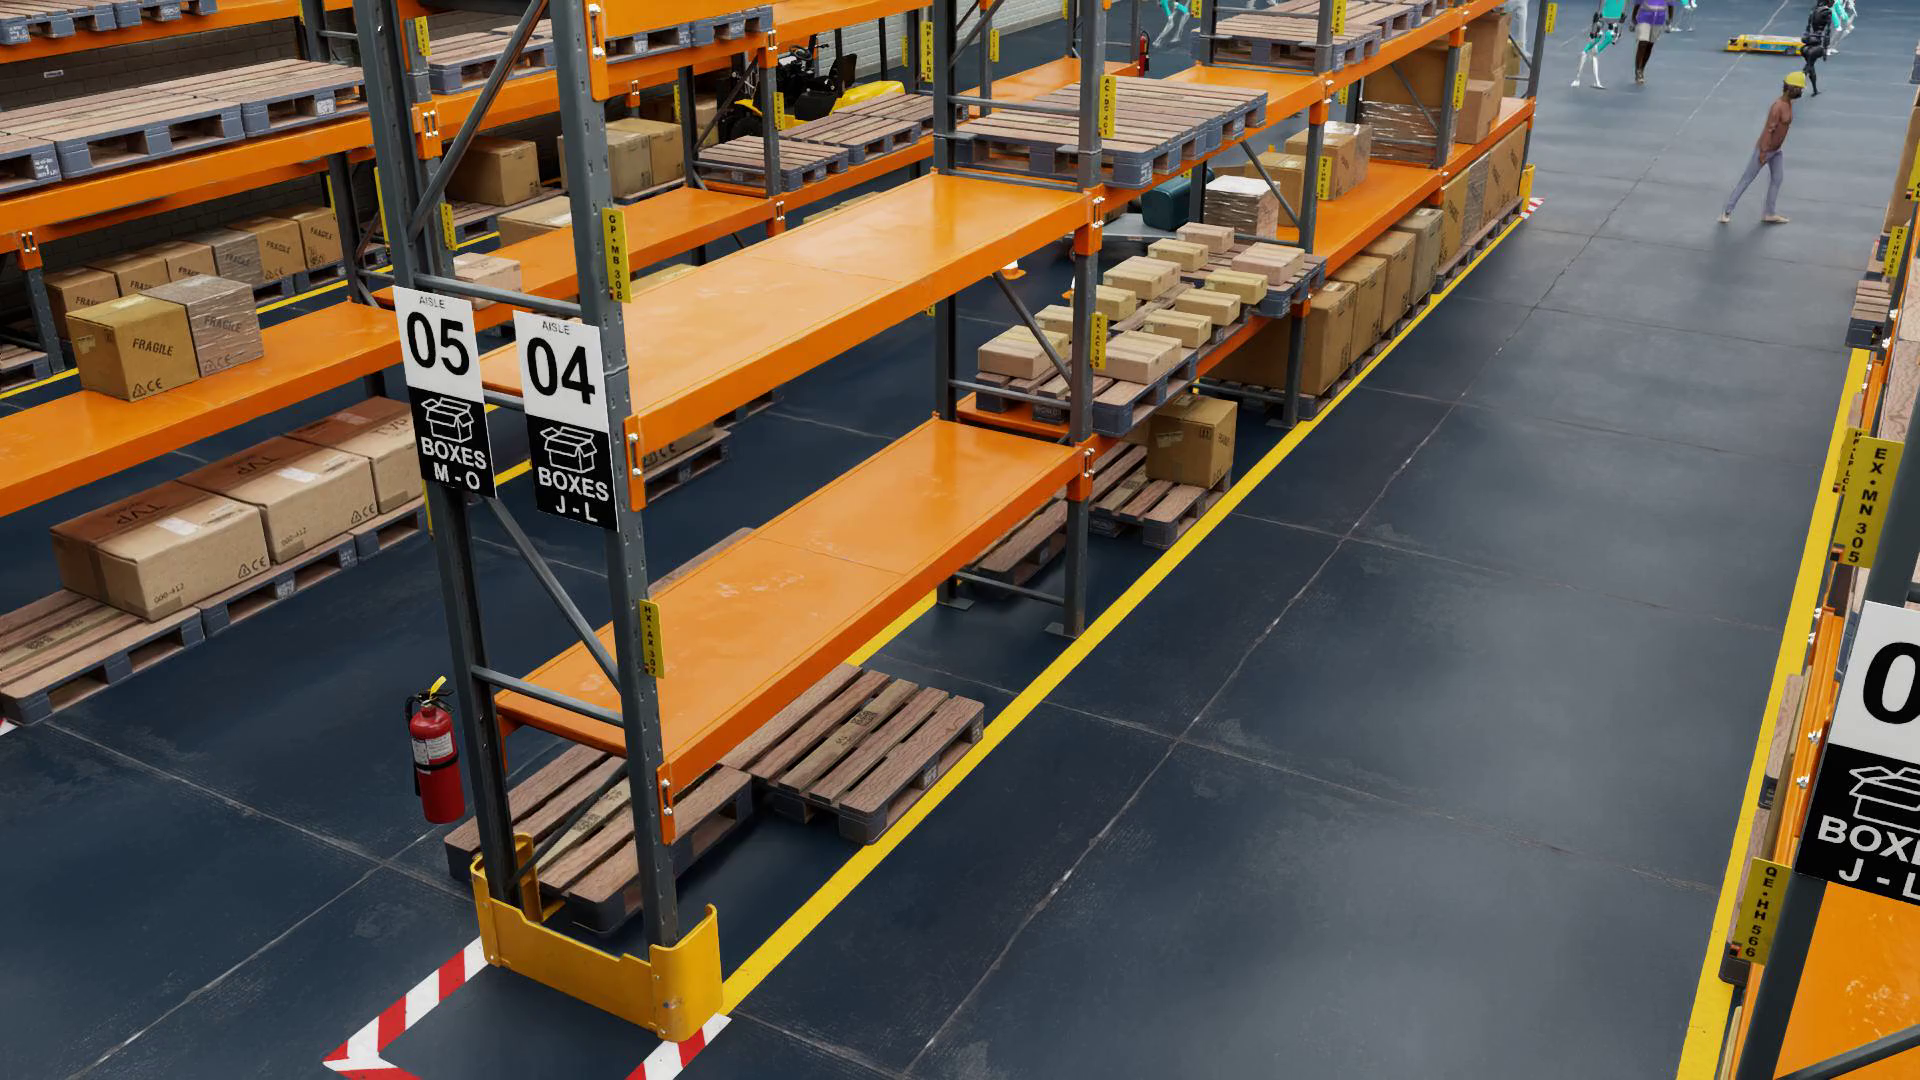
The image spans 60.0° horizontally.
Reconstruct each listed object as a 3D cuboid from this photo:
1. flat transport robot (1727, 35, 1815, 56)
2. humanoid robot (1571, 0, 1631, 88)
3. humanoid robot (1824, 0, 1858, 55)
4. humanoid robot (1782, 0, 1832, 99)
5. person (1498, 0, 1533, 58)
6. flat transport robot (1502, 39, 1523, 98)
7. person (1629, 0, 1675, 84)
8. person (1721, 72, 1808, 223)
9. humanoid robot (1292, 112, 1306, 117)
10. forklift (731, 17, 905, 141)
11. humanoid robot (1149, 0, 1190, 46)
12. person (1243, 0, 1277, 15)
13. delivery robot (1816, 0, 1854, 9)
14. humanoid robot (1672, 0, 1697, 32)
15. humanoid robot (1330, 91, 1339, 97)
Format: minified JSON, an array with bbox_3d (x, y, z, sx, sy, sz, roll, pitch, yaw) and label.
[{"bbox_3d":[14.516,-8.852,29.736,1.431,0.231,0.659,11,28,21],"label":"flat transport robot"},{"bbox_3d":[10.156,-8.075,26.439,0.582,1.781,0.862,-4,26,-8],"label":"humanoid robot"},{"bbox_3d":[15.500,-9.443,29.244,0.533,1.757,0.735,-16,30,-29],"label":"humanoid robot"},{"bbox_3d":[13.200,-7.641,25.651,0.790,1.620,0.594,-4,26,-8],"label":"humanoid robot"},{"bbox_3d":[9.694,-9.413,29.069,0.635,1.867,0.918,-8,27,-17],"label":"person"},{"bbox_3d":[7.136,-5.867,23.533,1.431,0.231,0.659,0,26,0],"label":"flat transport robot"},{"bbox_3d":[11.115,-8.277,26.622,0.613,1.933,0.898,1,26,3],"label":"person"},{"bbox_3d":[9.167,-4.456,18.932,0.594,1.720,0.641,-23,34,-39],"label":"person"},{"bbox_3d":[5.027,-7.052,24.369,0.321,1.655,0.596,-3,26,-6],"label":"humanoid robot"},{"bbox_3d":[-1.819,-5.975,21.543,2.313,2.155,1.214,14,29,26],"label":"forklift"},{"bbox_3d":[3.852,-9.784,29.997,0.903,1.776,0.540,-20,32,-36],"label":"humanoid robot"},{"bbox_3d":[5.935,-11.041,32.445,0.985,1.889,0.675,11,28,22],"label":"person"},{"bbox_3d":[18.132,-11.219,34.346,0.792,0.614,0.499,-16,30,-29],"label":"delivery robot"},{"bbox_3d":[13.799,-10.519,31.510,0.591,1.771,0.859,-8,27,-15],"label":"humanoid robot"},{"bbox_3d":[5.976,-7.671,25.663,0.586,1.644,0.358,6,26,13],"label":"humanoid robot"}]
